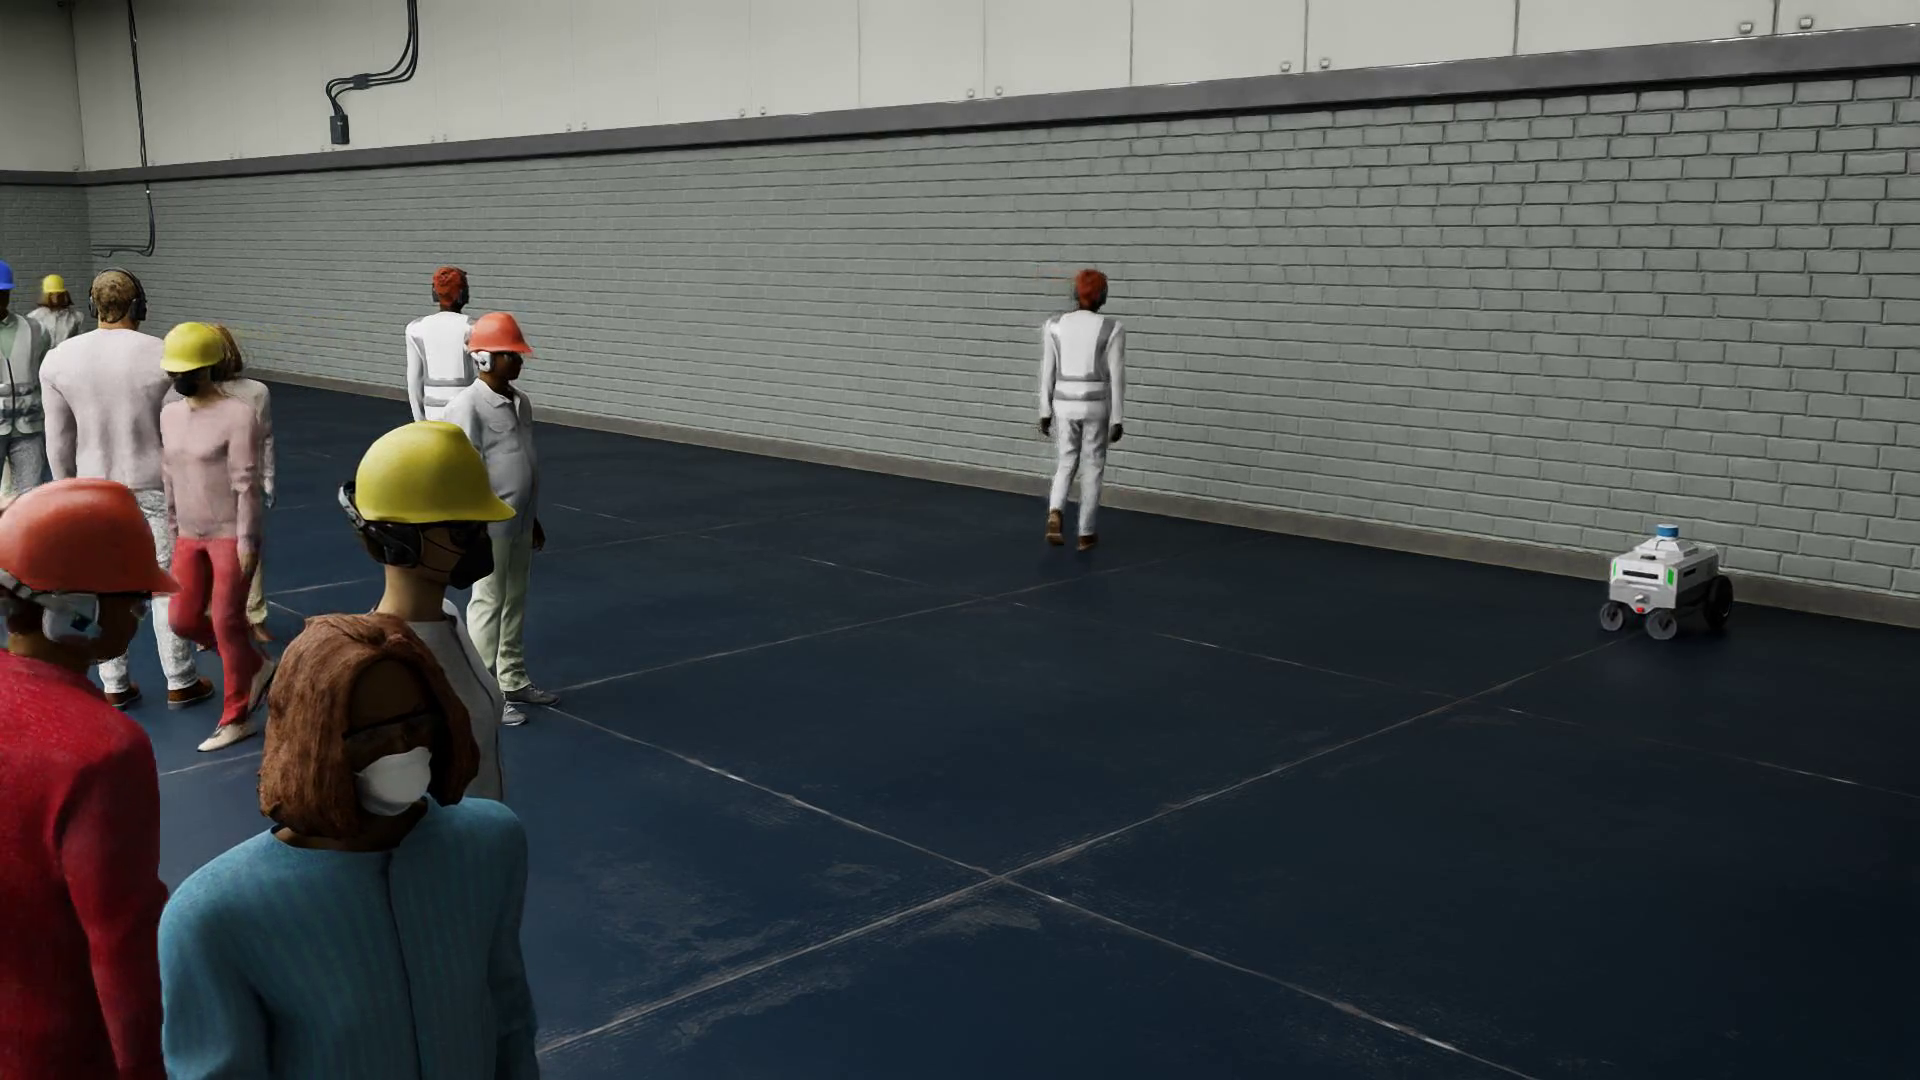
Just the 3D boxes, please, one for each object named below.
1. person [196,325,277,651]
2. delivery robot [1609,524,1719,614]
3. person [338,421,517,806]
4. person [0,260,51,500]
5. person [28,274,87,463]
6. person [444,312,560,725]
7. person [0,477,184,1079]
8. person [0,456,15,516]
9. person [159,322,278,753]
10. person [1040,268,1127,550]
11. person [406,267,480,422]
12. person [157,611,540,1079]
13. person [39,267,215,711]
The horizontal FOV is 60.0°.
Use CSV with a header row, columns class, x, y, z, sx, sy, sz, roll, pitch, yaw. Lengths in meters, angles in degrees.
class,x,y,z,sx,sy,sz,roll,pitch,yaw
person,-3.716,-0.266,8.405,0.500,1.633,0.285,-6,12,-30
delivery robot,3.715,0.161,8.766,0.477,0.478,0.707,9,14,42
person,-0.907,0.670,2.940,0.311,1.768,0.533,-2,11,-9
person,-5.563,-0.661,9.700,0.406,1.947,0.607,9,14,40
person,-8.303,-1.586,15.355,0.492,1.728,0.644,-7,12,-32
person,-1.963,-0.099,7.158,0.321,1.754,0.563,2,11,13
person,-1.500,0.777,2.533,0.597,1.713,0.768,6,12,31
person,-7.052,-0.923,11.989,0.497,1.633,0.279,8,13,36
person,-3.015,-0.020,6.788,0.527,1.741,0.455,4,11,22
person,0.794,-0.841,10.901,0.605,1.864,0.492,4,11,23
person,-3.118,-0.743,10.326,0.575,1.883,0.355,1,10,4
person,-0.726,0.888,2.111,0.278,1.634,0.498,8,13,38
person,-3.611,-0.207,7.253,0.635,1.937,0.352,-1,10,-8
